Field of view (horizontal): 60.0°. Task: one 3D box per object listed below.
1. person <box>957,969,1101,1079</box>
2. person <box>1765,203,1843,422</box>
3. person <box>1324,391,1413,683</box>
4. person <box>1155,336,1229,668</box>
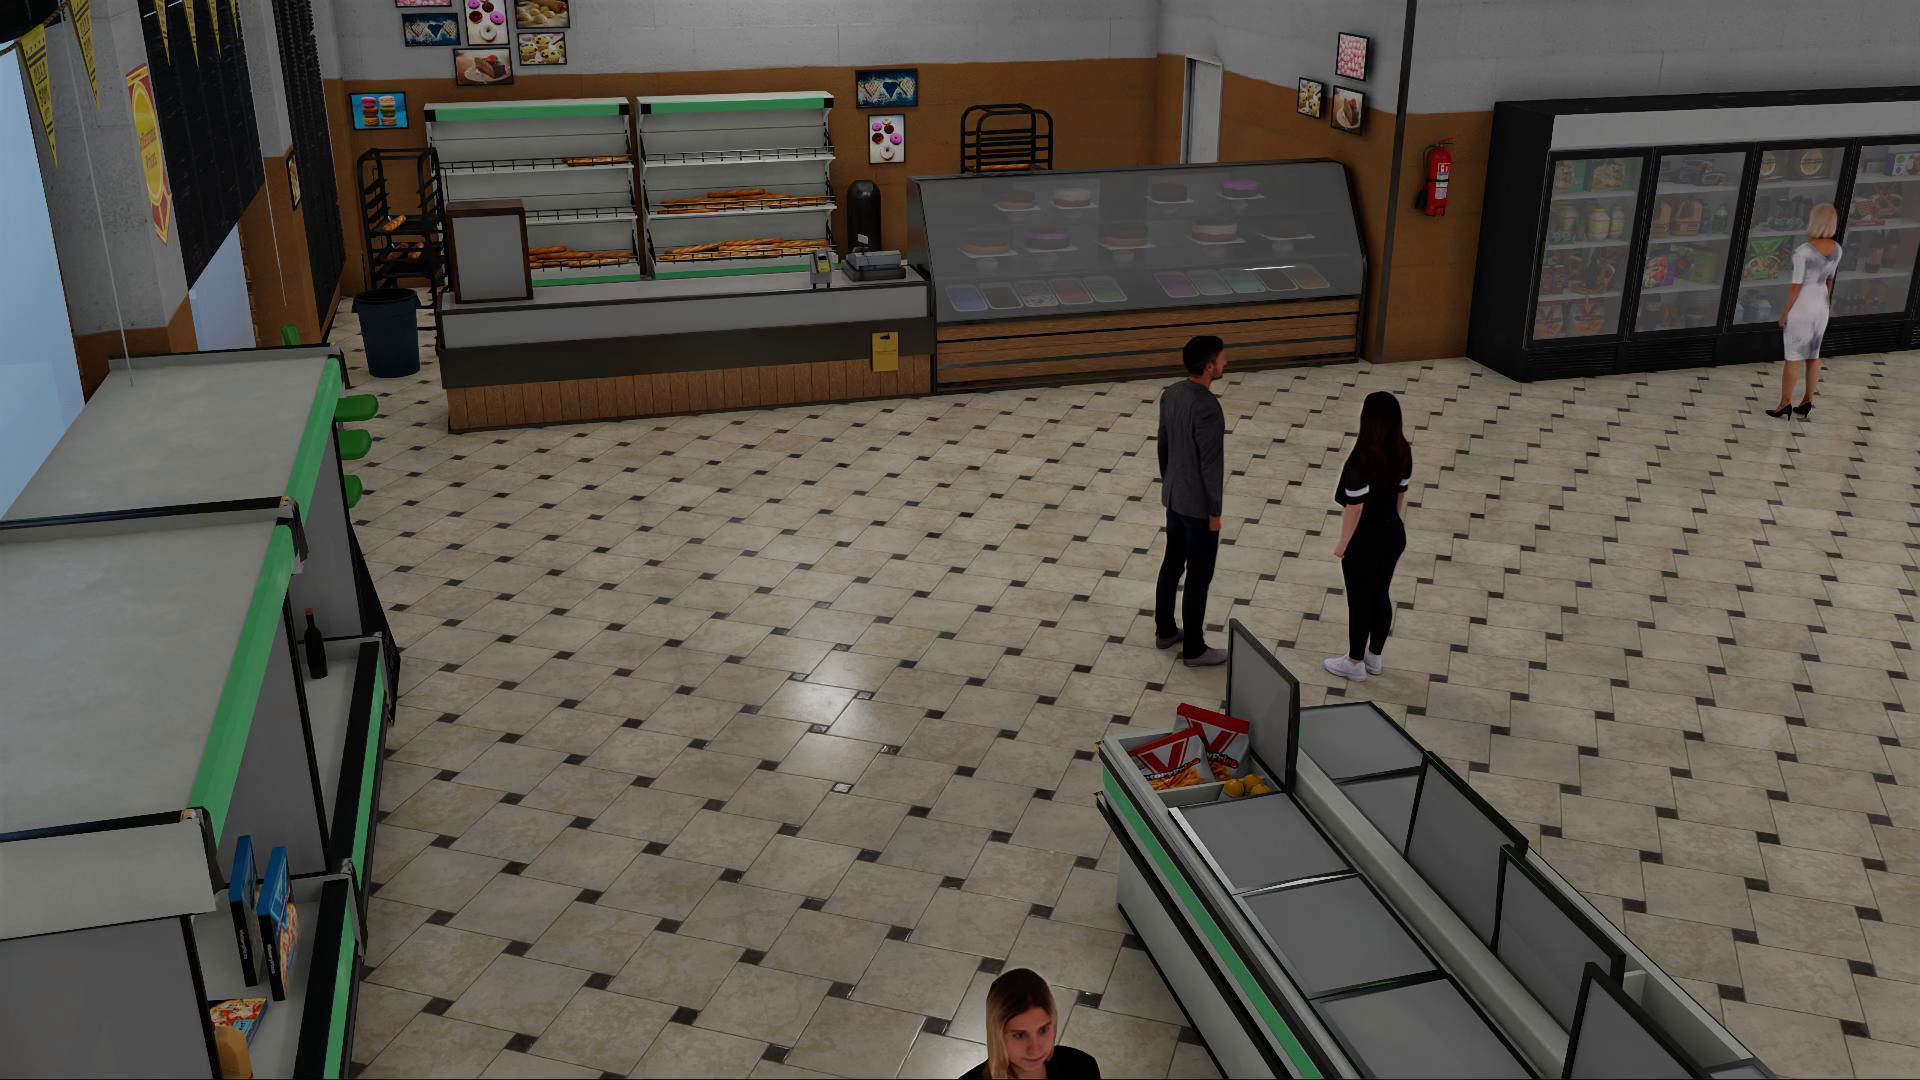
[{"bbox_3d":[0.157,1.839,4.349,0.624,1.671,0.560,-9,24,-21],"label":"person"},{"bbox_3d":[6.822,-1.834,13.383,0.559,1.750,0.505,-5,22,-13],"label":"person"},{"bbox_3d":[2.232,-0.019,9.016,0.679,1.639,0.684,-14,26,-31],"label":"person"},{"bbox_3d":[1.294,-0.224,9.212,0.789,1.873,0.591,-10,24,-24],"label":"person"}]
